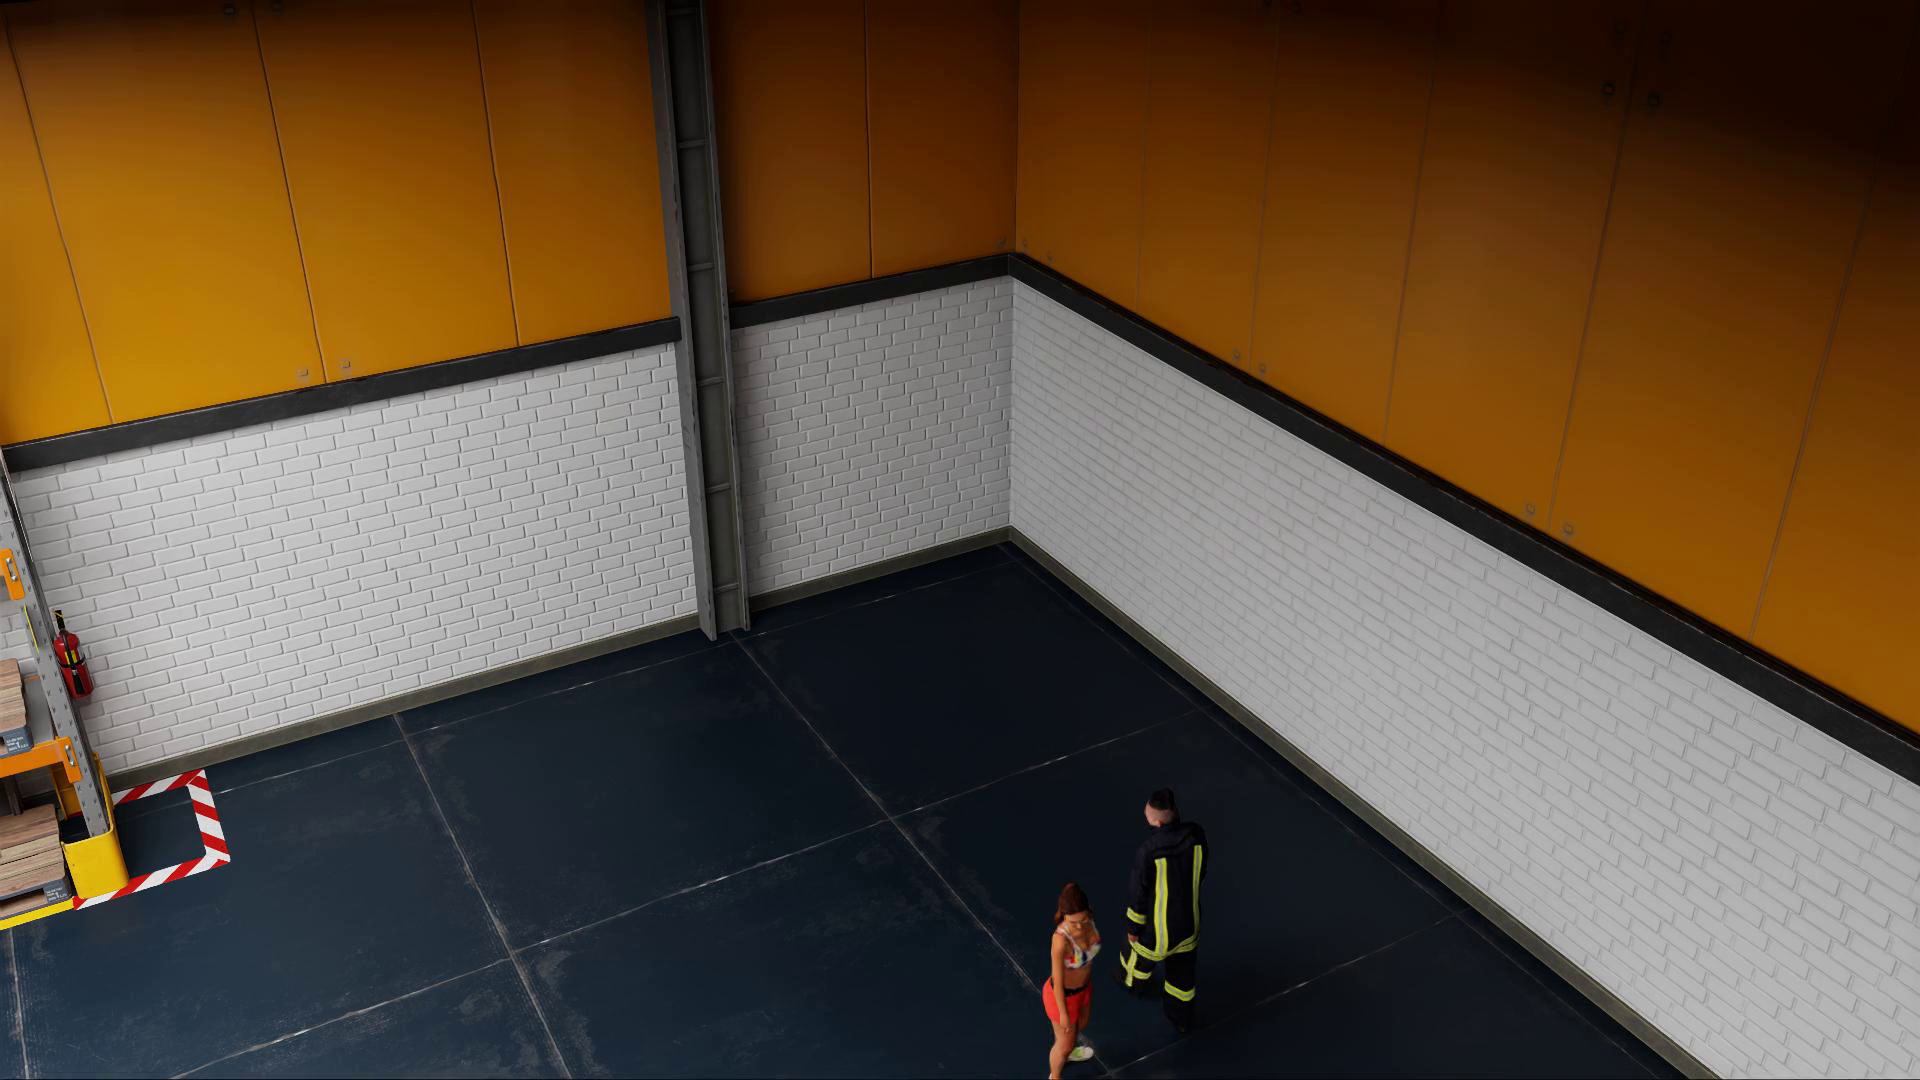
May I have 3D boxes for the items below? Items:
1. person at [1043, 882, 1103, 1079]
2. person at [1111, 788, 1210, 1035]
[{"bbox_3d":[0.647,2.706,10.083,0.913,1.752,0.758,11,30,19],"label":"person"},{"bbox_3d":[1.348,2.396,10.554,0.867,1.846,0.874,-13,31,-22],"label":"person"}]
